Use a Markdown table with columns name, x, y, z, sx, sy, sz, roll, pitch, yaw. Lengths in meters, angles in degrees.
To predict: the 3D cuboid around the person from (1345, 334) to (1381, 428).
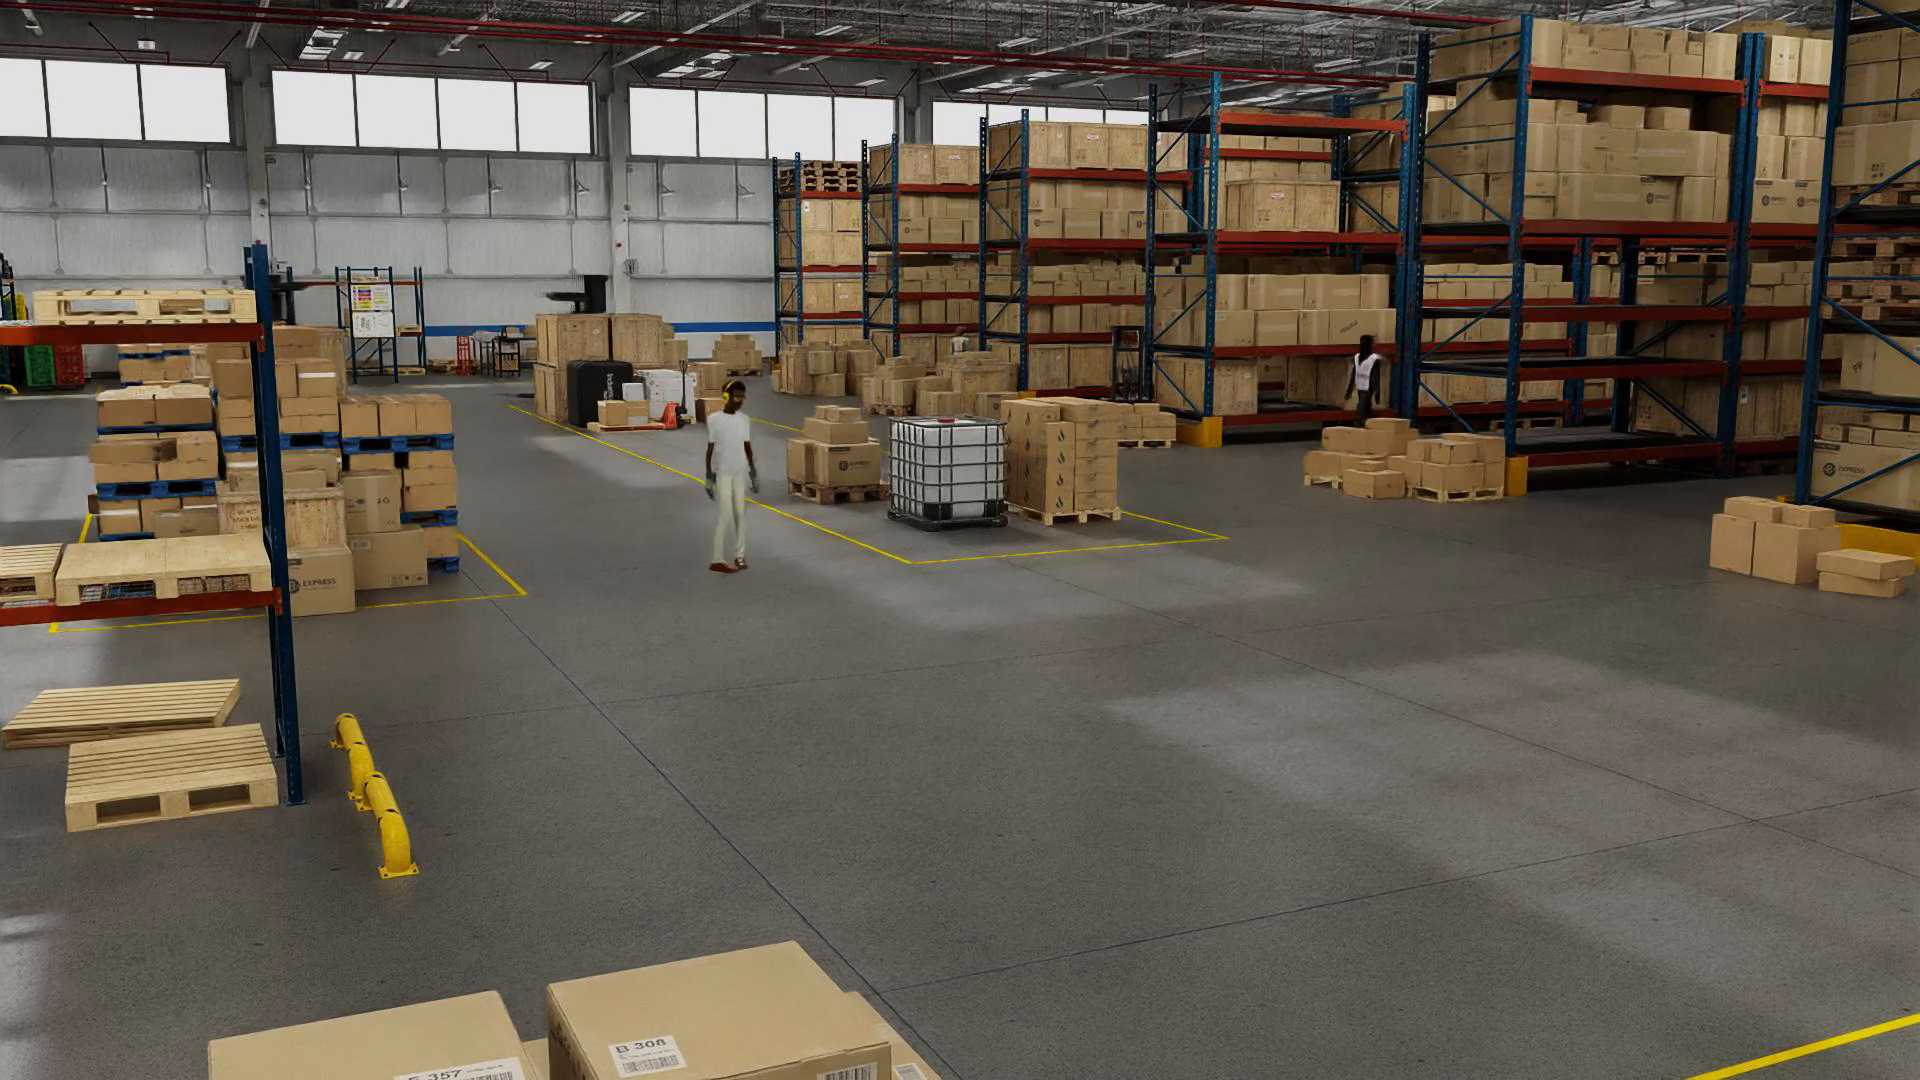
| name | x | y | z | sx | sy | sz | roll | pitch | yaw |
| --- | --- | --- | --- | --- | --- | --- | --- | --- | --- |
| person | 6.758 | -2.471 | 27.546 | 0.976 | 1.878 | 0.602 | -3 | 10 | -19 |

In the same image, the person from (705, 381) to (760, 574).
| name | x | y | z | sx | sy | sz | roll | pitch | yaw |
| --- | --- | --- | --- | --- | --- | --- | --- | --- | --- |
| person | -2.200 | -0.614 | 16.076 | 0.380 | 1.854 | 0.546 | 8 | 12 | 42 |

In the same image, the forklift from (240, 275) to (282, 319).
| name | x | y | z | sx | sy | sz | roll | pitch | yaw |
| --- | --- | --- | --- | --- | --- | --- | --- | --- | --- |
| forklift | -16.972 | -5.068 | 40.530 | 1.873 | 2.768 | 1.129 | 5 | 10 | 26 |

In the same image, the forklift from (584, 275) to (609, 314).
| name | x | y | z | sx | sy | sz | roll | pitch | yaw |
| --- | --- | --- | --- | --- | --- | --- | --- | --- | --- |
| forklift | -8.263 | -4.646 | 37.915 | 1.873 | 2.768 | 1.129 | -4 | 10 | -25 |

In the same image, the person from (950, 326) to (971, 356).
| name | x | y | z | sx | sy | sz | roll | pitch | yaw |
| --- | --- | --- | --- | --- | --- | --- | --- | --- | --- |
| person | 0.010 | -4.163 | 38.753 | 0.521 | 1.640 | 0.306 | 4 | 10 | 25 |

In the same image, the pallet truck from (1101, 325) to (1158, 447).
| name | x | y | z | sx | sy | sz | roll | pitch | yaw |
| --- | --- | --- | --- | --- | --- | --- | --- | --- | --- |
| pallet truck | 2.881 | -2.596 | 27.923 | 0.823 | 1.965 | 1.885 | -1 | 9 | -7 |
